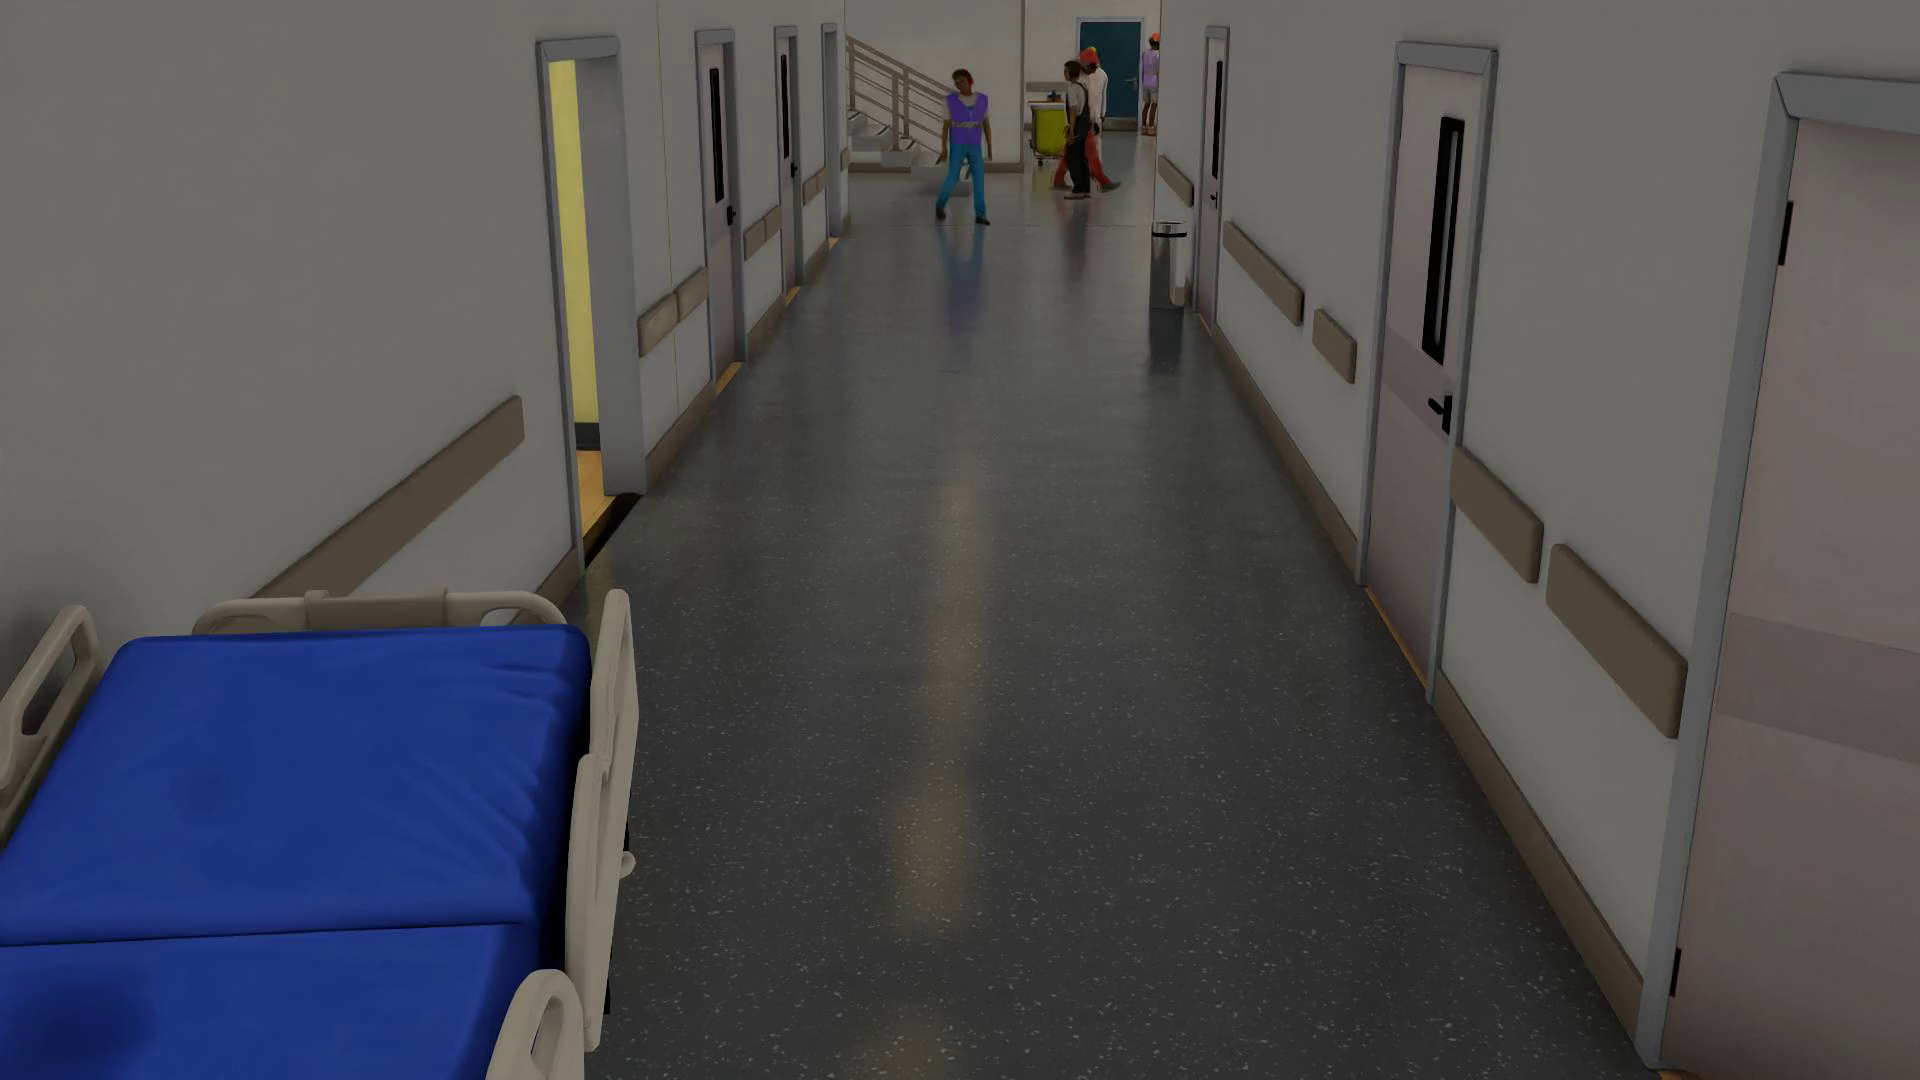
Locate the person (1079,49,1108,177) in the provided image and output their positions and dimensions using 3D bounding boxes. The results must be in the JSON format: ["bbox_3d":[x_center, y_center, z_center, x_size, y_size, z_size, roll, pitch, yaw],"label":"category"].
[{"bbox_3d":[1.917,-6.460,25.215,0.652,1.906,0.402,-11,21,-31],"label":"person"}]

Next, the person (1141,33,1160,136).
[{"bbox_3d":[3.918,-9.220,33.695,0.410,2.032,0.609,-12,21,-32],"label":"person"}]

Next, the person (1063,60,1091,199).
[{"bbox_3d":[1.562,-5.509,22.381,0.411,1.823,0.528,6,19,19],"label":"person"}]

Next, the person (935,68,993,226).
[{"bbox_3d":[0.060,-4.704,19.872,0.618,1.810,0.819,-7,19,-21],"label":"person"}]

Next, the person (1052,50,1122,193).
[{"bbox_3d":[1.759,-5.830,23.202,1.041,1.931,0.627,5,18,15],"label":"person"}]

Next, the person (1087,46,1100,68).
[{"bbox_3d":[2.651,-9.108,33.764,0.314,1.769,0.524,12,21,33],"label":"person"}]
